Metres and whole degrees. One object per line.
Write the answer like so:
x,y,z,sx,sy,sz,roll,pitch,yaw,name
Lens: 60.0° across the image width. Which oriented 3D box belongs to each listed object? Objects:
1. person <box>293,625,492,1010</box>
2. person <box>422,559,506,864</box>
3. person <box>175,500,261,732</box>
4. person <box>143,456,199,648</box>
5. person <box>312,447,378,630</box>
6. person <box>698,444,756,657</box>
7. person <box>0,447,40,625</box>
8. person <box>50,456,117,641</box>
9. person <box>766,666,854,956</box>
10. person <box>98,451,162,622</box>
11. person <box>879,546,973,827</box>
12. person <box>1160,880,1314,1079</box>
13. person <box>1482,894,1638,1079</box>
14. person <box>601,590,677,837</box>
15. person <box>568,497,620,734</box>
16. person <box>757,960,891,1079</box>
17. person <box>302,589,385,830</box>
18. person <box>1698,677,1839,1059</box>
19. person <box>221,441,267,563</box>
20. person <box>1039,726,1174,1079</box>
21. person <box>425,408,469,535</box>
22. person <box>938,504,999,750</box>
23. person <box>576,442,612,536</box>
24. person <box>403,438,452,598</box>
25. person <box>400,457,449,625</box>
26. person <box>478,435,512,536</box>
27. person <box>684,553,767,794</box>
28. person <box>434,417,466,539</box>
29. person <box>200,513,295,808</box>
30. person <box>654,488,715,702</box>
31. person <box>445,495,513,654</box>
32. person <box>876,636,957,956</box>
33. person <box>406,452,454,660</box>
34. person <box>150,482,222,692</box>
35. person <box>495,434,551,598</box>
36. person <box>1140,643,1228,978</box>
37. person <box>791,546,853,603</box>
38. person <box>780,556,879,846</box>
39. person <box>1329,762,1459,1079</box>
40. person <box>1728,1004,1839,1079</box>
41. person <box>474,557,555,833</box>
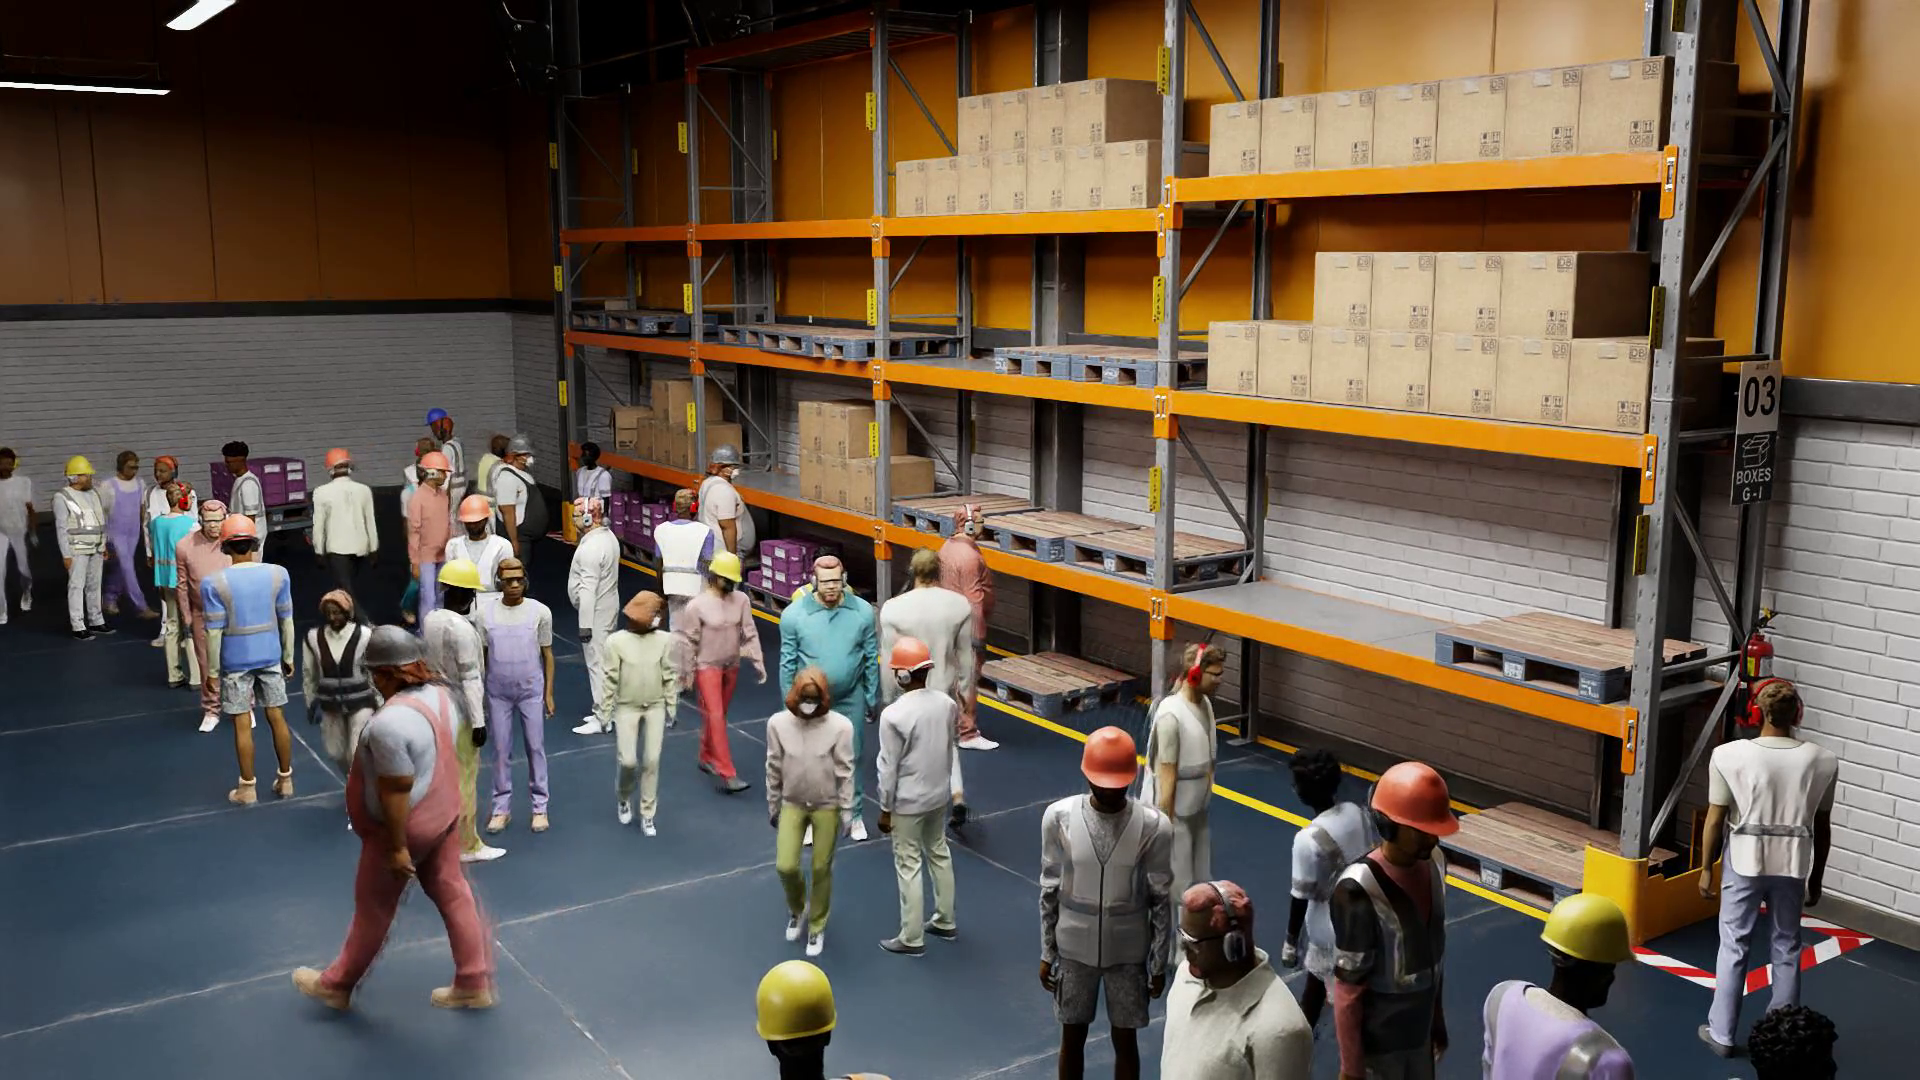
-2.847,1.375,8.345,1.008,2.000,0.706,2,10,11,person
-3.147,1.072,10.486,0.382,1.918,0.585,-9,13,-41,person
-5.912,0.609,13.306,0.632,1.892,0.394,-2,10,-13,person
-7.681,0.114,16.205,0.575,1.884,0.355,2,10,10,person
-5.910,0.090,16.161,0.892,1.956,0.629,8,12,38,person
-2.224,0.086,15.915,0.536,2.000,0.683,-5,11,-26,person
-9.997,-0.081,17.505,0.543,1.844,0.795,-5,11,-25,person
-8.720,0.077,16.574,0.404,1.831,0.600,2,10,12,person
-0.817,1.469,9.040,0.499,1.617,0.342,1,10,6,person
-8.812,-0.048,17.483,0.962,1.784,0.557,5,11,27,person
-0.212,1.002,10.904,0.635,1.924,0.558,-4,10,-22,person
0.810,1.982,5.224,0.402,1.896,0.652,-4,11,-23,person
1.823,1.998,5.071,0.400,1.915,0.591,-4,10,-20,person
-2.112,1.140,10.993,0.553,1.607,0.481,-6,11,-31,person
-2.935,0.597,13.337,0.399,1.900,0.644,0,10,2,person
-0.418,2.082,4.541,0.590,1.923,0.384,-8,12,-38,person
-4.126,1.098,11.229,0.528,1.617,0.593,-1,10,-5,person
3.793,1.565,7.837,0.562,1.837,0.388,1,10,8,person
-7.255,-0.041,16.920,0.386,1.955,0.612,-5,11,-27,person
0.596,1.691,6.847,0.549,1.926,0.388,2,10,9,person
-6.420,-0.700,20.907,0.481,1.919,0.661,-9,13,-41,person
0.069,0.664,12.911,0.407,1.910,0.639,-3,10,-20,person
-4.217,-0.292,19.166,0.537,1.690,0.320,7,12,36,person
-5.892,-0.224,18.409,0.570,1.804,0.760,-8,12,-38,person
-5.410,0.047,16.798,0.694,1.828,0.521,9,13,42,person
-5.259,-0.302,18.904,0.433,1.809,0.739,-7,12,-36,person
-1.688,0.934,11.922,0.530,1.706,0.886,-9,13,-43,person
-6.183,-0.556,20.178,0.364,1.878,0.584,-1,10,-8,person
-4.938,0.830,11.547,0.612,2.039,0.392,-9,13,-43,person
-2.331,0.477,14.210,0.564,1.839,0.390,3,10,17,person
-3.816,0.596,13.229,0.553,1.933,0.368,0,10,-2,person
-0.257,1.391,9.144,0.357,1.742,0.557,8,12,38,person
-5.041,0.166,15.649,0.544,1.982,0.759,2,10,9,person
-6.818,0.414,14.560,0.570,1.843,0.372,4,11,24,person
-4.427,-0.082,16.898,0.541,2.000,0.682,0,10,0,person
1.102,1.422,8.723,0.623,1.815,0.606,6,11,31,person
-1.002,0.872,12.319,0.531,1.692,0.320,-7,12,-37,person
-0.836,1.033,10.781,0.650,1.899,0.399,-2,10,-13,person
1.588,1.777,6.031,0.612,2.030,0.403,-9,13,-43,person
2.341,2.150,4.805,0.315,1.696,0.540,-2,10,-11,person
-2.938,1.022,10.986,0.513,1.846,0.333,-1,10,-6,person
